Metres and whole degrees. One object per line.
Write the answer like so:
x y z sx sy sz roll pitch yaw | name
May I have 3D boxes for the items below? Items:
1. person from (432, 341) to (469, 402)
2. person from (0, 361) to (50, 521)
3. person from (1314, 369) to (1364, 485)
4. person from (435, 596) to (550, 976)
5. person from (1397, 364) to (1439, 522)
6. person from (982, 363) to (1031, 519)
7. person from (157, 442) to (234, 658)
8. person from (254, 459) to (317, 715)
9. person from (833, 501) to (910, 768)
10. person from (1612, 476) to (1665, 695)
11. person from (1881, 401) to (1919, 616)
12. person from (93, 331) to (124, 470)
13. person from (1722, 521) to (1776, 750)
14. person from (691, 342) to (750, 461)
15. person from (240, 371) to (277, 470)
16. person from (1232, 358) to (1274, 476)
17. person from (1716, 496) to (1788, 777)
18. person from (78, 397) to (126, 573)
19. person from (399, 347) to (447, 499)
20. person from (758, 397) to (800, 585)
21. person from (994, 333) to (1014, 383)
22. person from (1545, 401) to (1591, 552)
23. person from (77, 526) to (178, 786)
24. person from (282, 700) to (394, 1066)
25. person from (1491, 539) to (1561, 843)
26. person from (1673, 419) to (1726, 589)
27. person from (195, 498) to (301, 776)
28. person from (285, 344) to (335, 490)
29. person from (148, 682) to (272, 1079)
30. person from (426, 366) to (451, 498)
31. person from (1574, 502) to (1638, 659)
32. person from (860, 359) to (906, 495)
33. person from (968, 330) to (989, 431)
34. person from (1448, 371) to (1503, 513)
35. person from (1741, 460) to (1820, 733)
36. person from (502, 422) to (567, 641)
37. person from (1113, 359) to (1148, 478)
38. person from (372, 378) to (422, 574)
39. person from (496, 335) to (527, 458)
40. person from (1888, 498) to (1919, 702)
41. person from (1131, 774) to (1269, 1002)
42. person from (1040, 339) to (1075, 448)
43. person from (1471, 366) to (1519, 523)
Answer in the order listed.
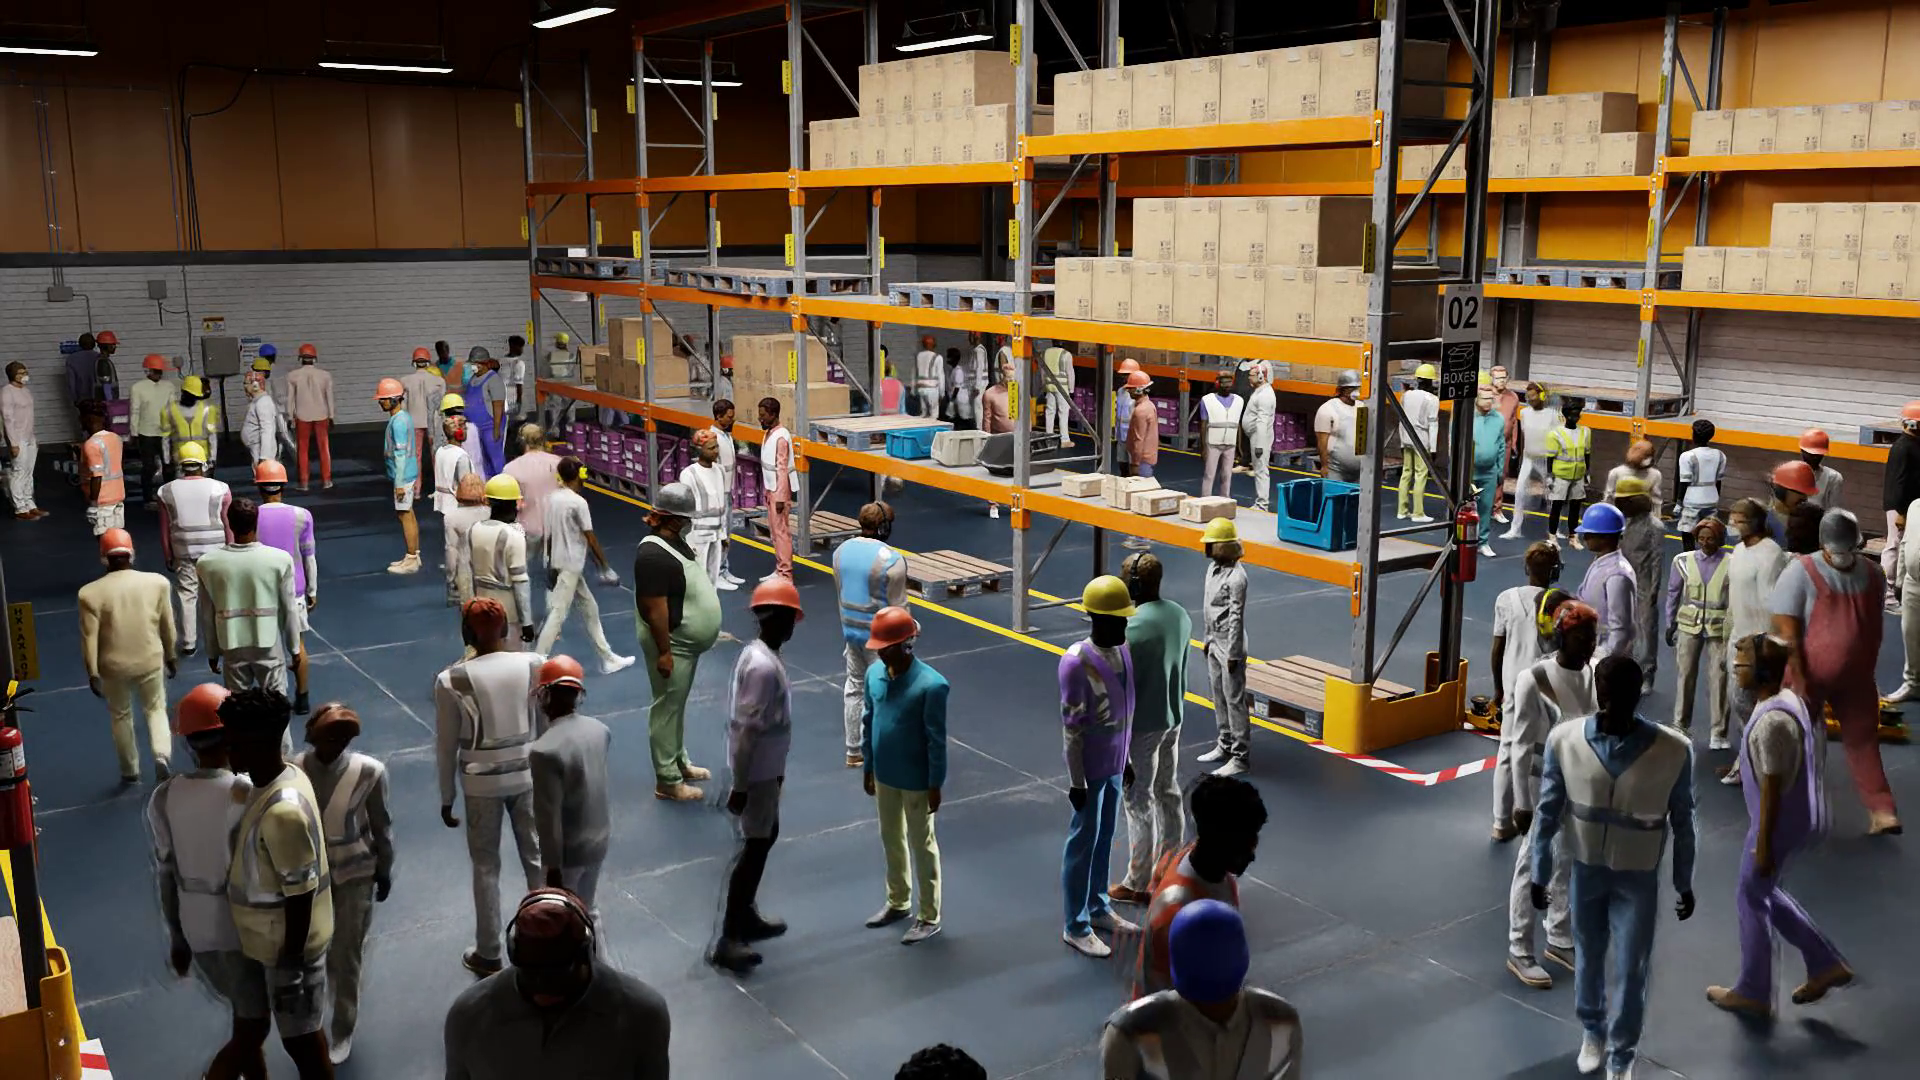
-7.467 -1.988 24.407 0.635 1.886 0.496 1 11 3 | person
-11.446 -1.208 20.298 0.373 1.940 0.628 -2 11 -8 | person
4.237 -0.846 18.182 0.678 2.000 0.537 -6 12 -26 | person
-2.268 1.200 8.173 0.589 1.872 0.376 -7 13 -33 | person
5.573 -1.174 20.185 0.402 1.918 0.589 -7 13 -30 | person
0.587 -1.215 20.416 0.639 1.908 0.409 -4 12 -19 | person
-6.392 0.086 13.984 0.591 1.824 0.404 -3 11 -16 | person
-5.046 0.363 12.302 0.549 1.925 0.384 -7 13 -32 | person
-0.562 0.650 11.053 0.624 1.838 0.430 10 15 42 | person
5.191 0.351 12.871 0.458 1.715 0.488 -8 14 -36 | person
8.814 -0.304 15.518 0.376 1.997 0.612 8 13 34 | person
-12.408 -2.035 24.293 0.404 2.034 0.608 -6 13 -28 | person
5.482 0.659 11.544 0.524 1.629 0.314 2 11 9 | person
-3.640 -2.111 25.209 0.918 1.824 0.484 -3 12 -16 | person
-8.163 -1.017 19.403 0.407 1.906 0.655 -5 12 -24 | person
4.130 -1.934 23.750 0.536 2.000 0.683 -7 13 -31 | person
5.193 0.668 10.790 0.547 1.910 0.643 1 11 7 | person
-8.283 -0.397 16.075 0.367 1.966 0.603 -1 11 -6 | person
-7.028 -1.533 21.850 0.618 1.986 0.408 -4 12 -18 | person
-1.828 -0.479 16.658 0.410 1.908 0.598 -4 12 -18 | person
0.748 -2.571 27.547 0.386 1.838 0.567 1 11 7 | person
6.712 -0.707 18.387 0.537 1.685 0.326 -2 11 -11 | person
-5.323 0.771 10.685 0.573 1.735 0.644 -7 13 -32 | person
-2.782 1.472 7.408 0.535 1.609 0.535 -1 11 -7 | person
3.358 0.905 9.721 0.513 1.845 0.335 11 15 44 | person
7.340 -0.355 16.553 0.540 1.695 0.317 -4 12 -18 | person
-4.545 0.685 10.676 0.588 1.913 0.395 -3 11 -14 | person
-8.835 -1.671 22.628 0.628 1.968 0.512 -6 13 -30 | person
-2.876 1.522 6.412 0.569 1.906 0.810 3 12 16 | person
-6.879 -1.422 21.922 0.321 1.738 0.486 4 12 18 | person
3.998 0.726 10.381 0.403 1.943 0.610 2 11 10 | person
-0.985 -1.509 22.188 0.621 1.813 0.884 -8 14 -37 | person
0.282 -2.543 27.298 0.369 1.879 0.584 0 11 -2 | person
6.073 -1.057 19.614 0.623 1.905 0.552 -1 11 -3 | person
5.735 0.440 11.634 0.647 2.023 0.455 -3 12 -16 | person
-3.772 -0.090 14.633 0.640 1.911 0.822 -8 14 -36 | person
2.089 -1.281 20.659 0.347 1.942 0.548 -7 13 -32 | person
-5.831 -0.661 17.259 0.405 2.035 0.606 -3 11 -15 | person
-6.852 -2.144 25.155 0.640 1.917 0.879 6 12 27 | person
7.294 0.340 12.499 0.400 1.894 0.653 -3 11 -15 | person
0.869 1.674 5.596 0.807 1.918 0.704 4 12 22 | person
1.585 -2.404 26.670 0.627 1.844 0.429 9 14 37 | person
6.433 -1.142 20.038 0.636 1.911 0.406 -2 11 -10 | person
